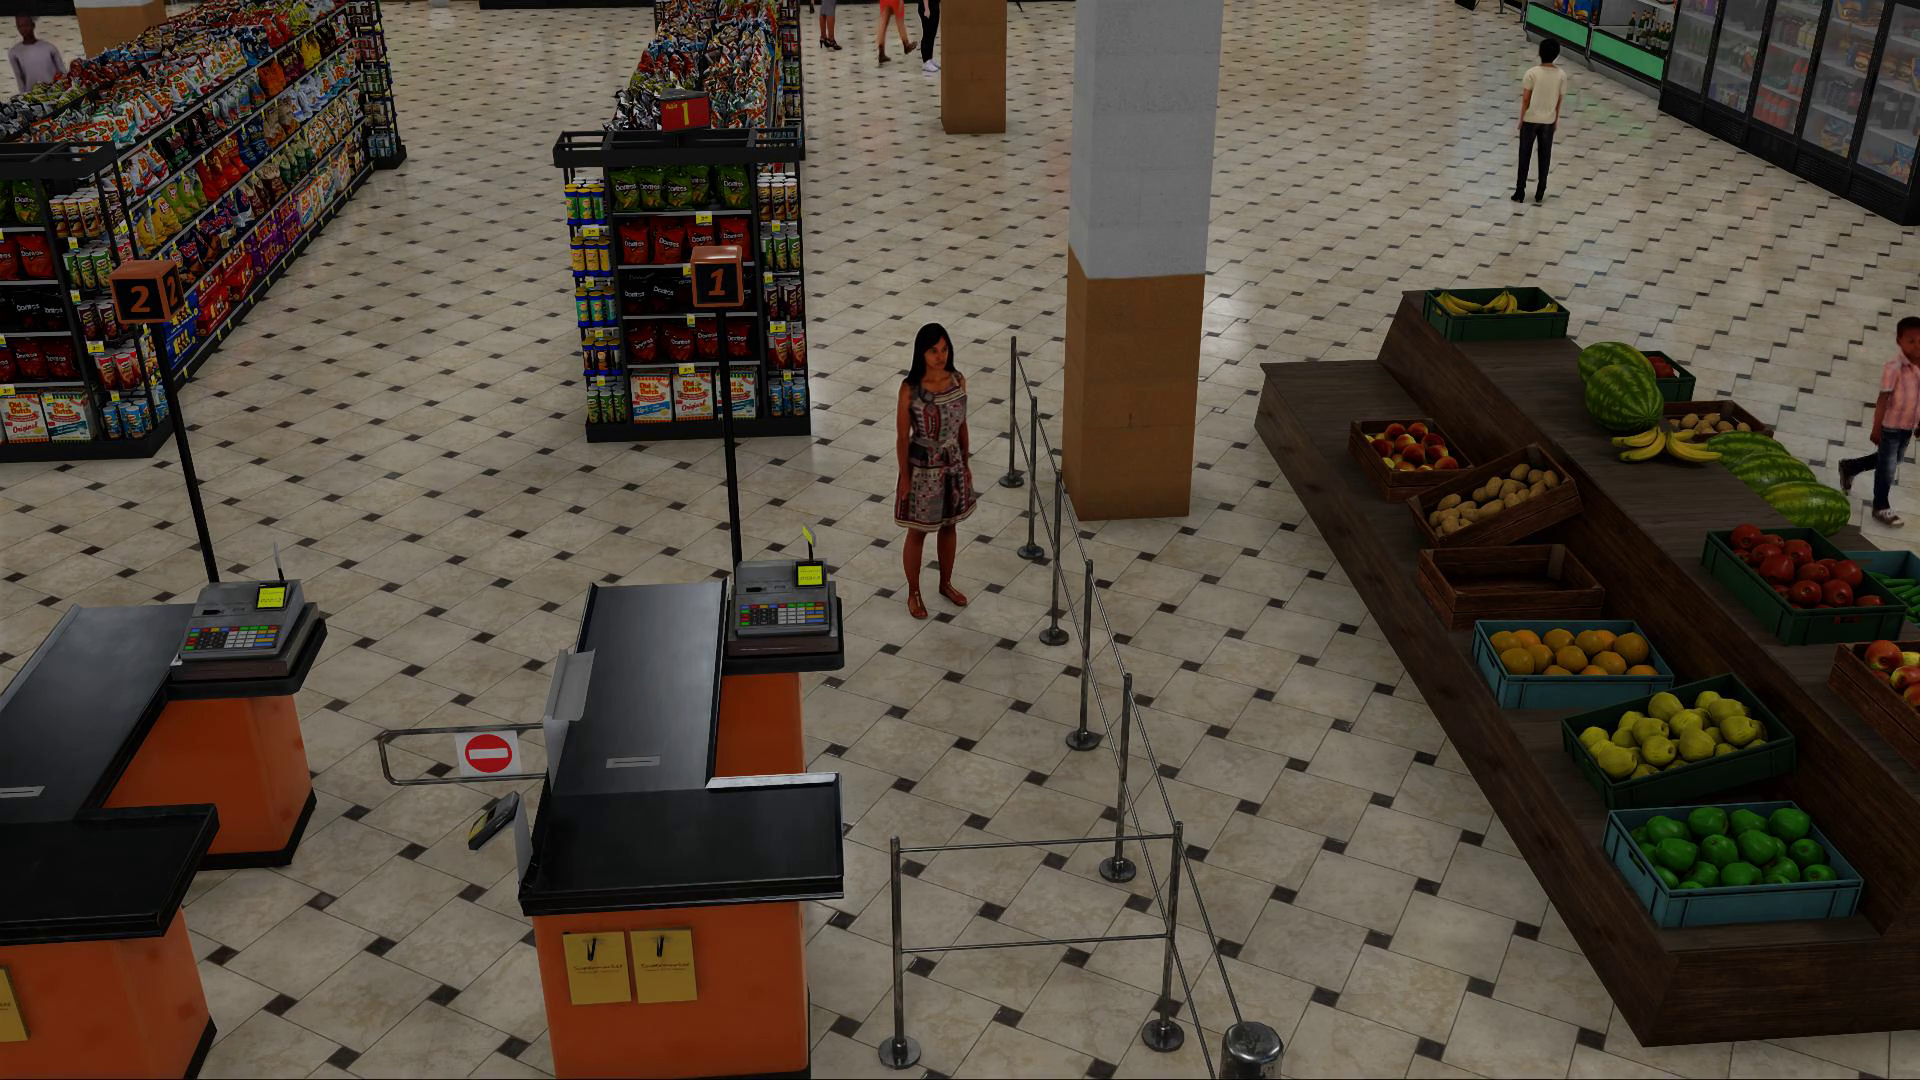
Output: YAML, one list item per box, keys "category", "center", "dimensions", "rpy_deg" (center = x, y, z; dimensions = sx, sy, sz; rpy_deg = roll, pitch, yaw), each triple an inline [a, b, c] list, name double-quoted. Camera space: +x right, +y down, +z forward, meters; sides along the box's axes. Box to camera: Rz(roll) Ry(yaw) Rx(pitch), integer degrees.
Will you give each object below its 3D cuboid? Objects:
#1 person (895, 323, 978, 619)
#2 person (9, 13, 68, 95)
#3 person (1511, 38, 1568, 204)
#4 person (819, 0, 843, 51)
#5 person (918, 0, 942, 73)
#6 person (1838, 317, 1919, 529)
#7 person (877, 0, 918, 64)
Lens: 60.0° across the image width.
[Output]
- category: "person"
  center: [-0.139, -0.387, 8.979]
  dimensions: [0.723, 1.645, 0.693]
  rpy_deg: [-15, 31, -28]
- category: "person"
  center: [-9.222, -4.425, 16.845]
  dimensions: [0.933, 1.733, 1.226]
  rpy_deg: [-13, 30, -24]
- category: "person"
  center: [5.718, -4.141, 16.445]
  dimensions: [0.616, 1.587, 0.507]
  rpy_deg: [1, 27, 1]
- category: "person"
  center: [-1.883, -7.910, 23.664]
  dimensions: [0.718, 1.781, 0.591]
  rpy_deg: [-14, 30, -26]
- category: "person"
  center: [-0.394, -7.152, 22.325]
  dimensions: [0.761, 1.639, 0.658]
  rpy_deg: [10, 29, 19]
- category: "person"
  center: [5.633, -0.749, 10.082]
  dimensions: [0.633, 1.292, 0.846]
  rpy_deg: [-9, 28, -18]
- category: "person"
  center: [-0.990, -7.332, 22.649]
  dimensions: [1.016, 1.668, 1.177]
  rpy_deg: [15, 31, 28]
